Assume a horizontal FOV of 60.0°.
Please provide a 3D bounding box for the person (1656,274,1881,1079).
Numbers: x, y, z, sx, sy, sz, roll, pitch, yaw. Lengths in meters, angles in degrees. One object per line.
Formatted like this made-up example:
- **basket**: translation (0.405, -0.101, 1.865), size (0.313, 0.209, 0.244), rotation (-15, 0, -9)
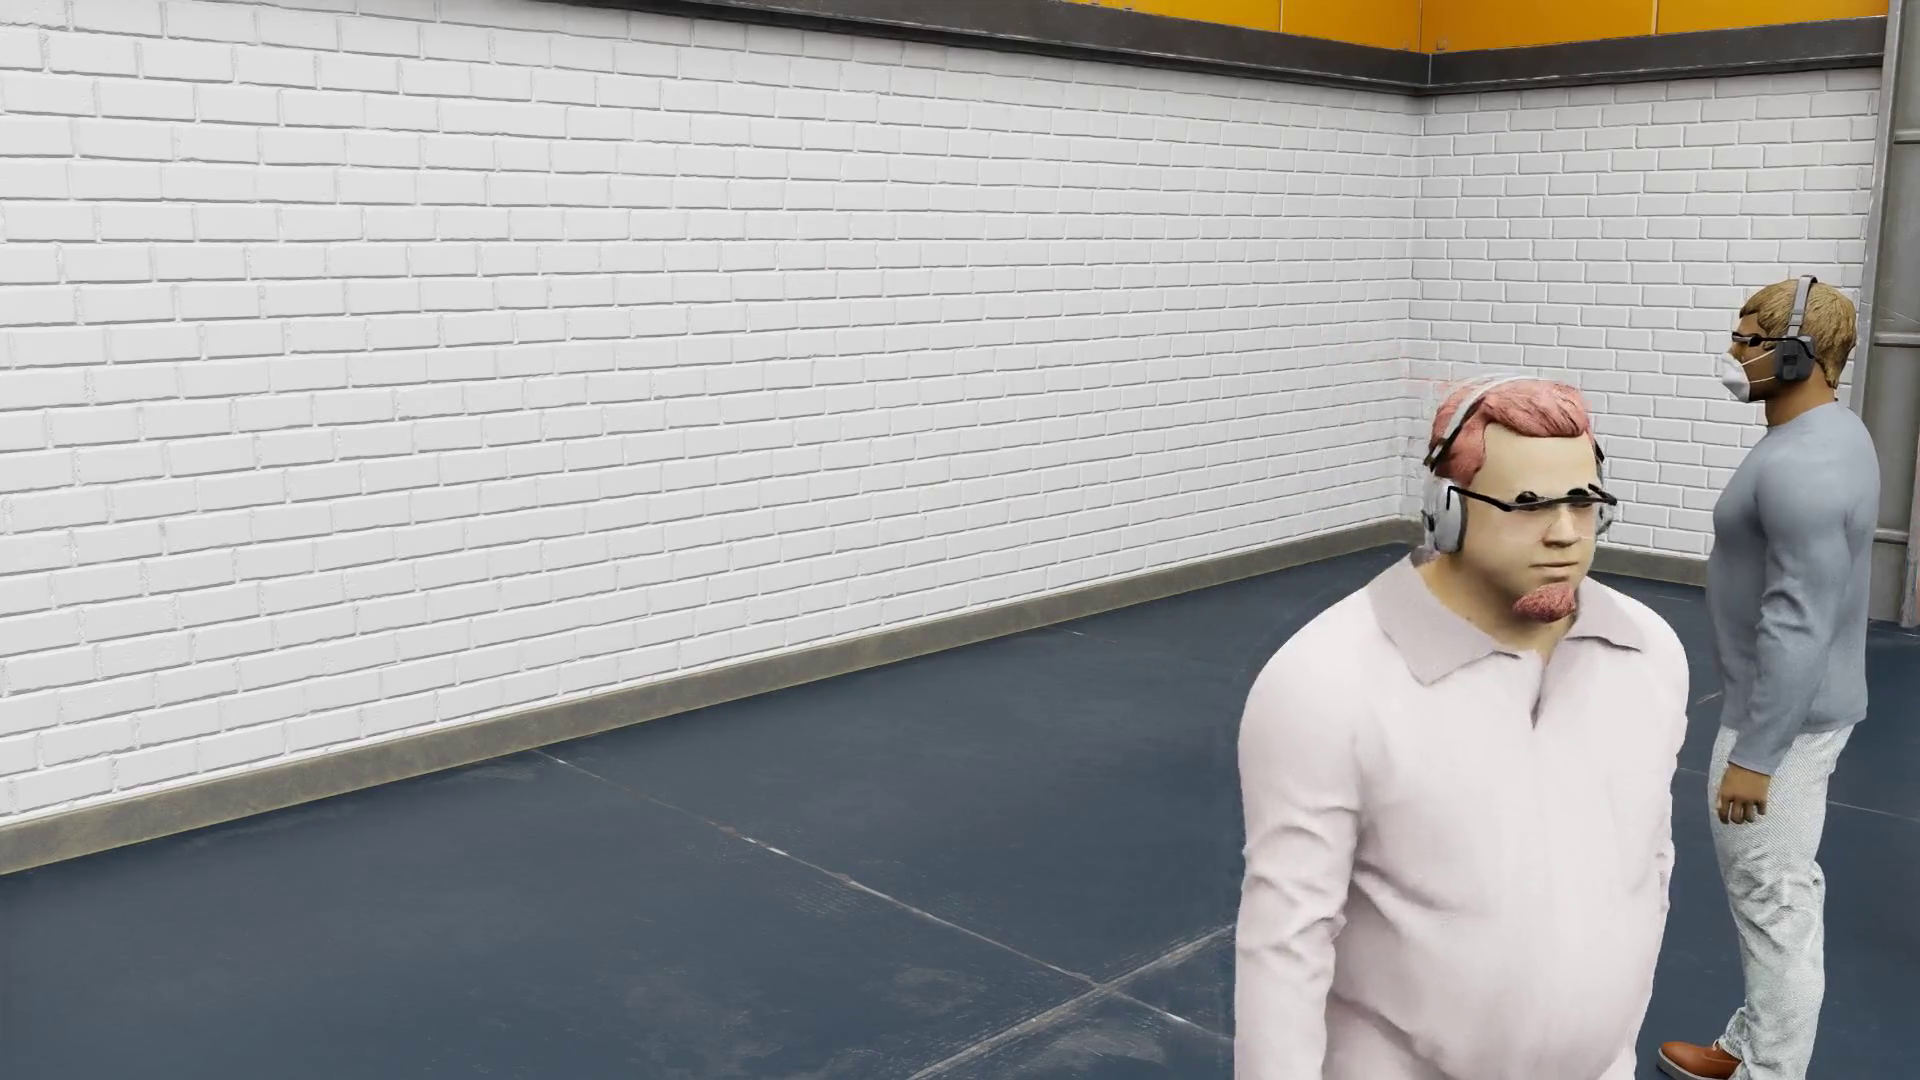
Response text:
- **person**: translation (1.779, 0.397, 3.656), size (0.372, 1.940, 0.627), rotation (6, 12, 28)

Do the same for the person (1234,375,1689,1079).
- **person**: translation (0.664, 0.711, 2.193), size (0.666, 1.854, 1.013), rotation (-2, 11, -12)
